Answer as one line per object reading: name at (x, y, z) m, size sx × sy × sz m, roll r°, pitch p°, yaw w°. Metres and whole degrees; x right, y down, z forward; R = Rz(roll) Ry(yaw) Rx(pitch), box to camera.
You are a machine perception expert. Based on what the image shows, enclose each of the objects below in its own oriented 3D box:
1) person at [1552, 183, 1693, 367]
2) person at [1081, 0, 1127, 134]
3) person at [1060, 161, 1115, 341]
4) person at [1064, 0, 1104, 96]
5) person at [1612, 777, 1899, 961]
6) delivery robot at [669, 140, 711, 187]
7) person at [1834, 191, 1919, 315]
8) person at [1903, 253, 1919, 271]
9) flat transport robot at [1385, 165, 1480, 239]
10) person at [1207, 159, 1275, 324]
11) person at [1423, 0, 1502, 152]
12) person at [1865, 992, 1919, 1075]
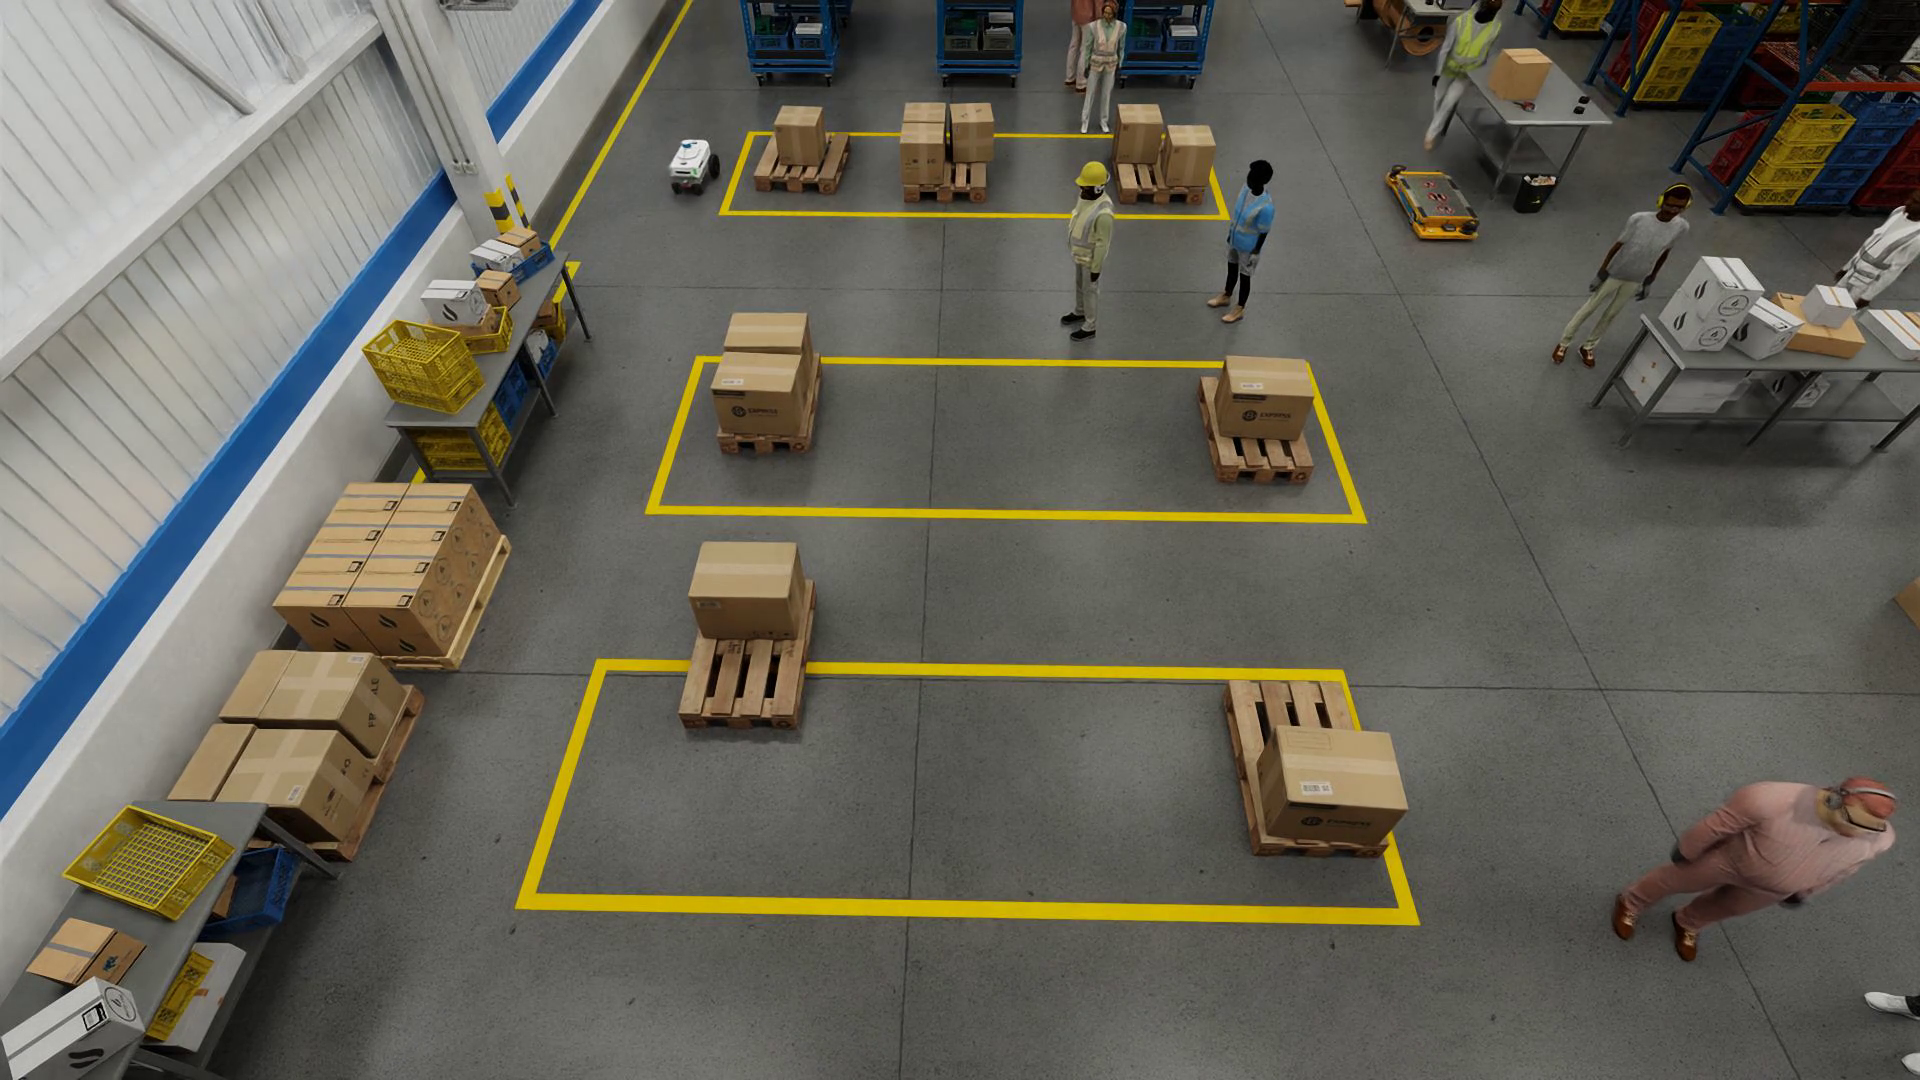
person at (6.238, -2.445, 8.588) m, size 0.517 × 1.862 × 0.334 m, roll 12°, pitch 50°, yaw 10°
person at (1.864, -6.155, 11.945) m, size 0.515 × 1.636 × 0.314 m, roll -1°, pitch 49°, yaw -1°
person at (1.240, -2.806, 8.925) m, size 0.403 × 1.823 × 0.596 m, roll -11°, pitch 50°, yaw -9°
person at (1.759, -7.222, 12.646) m, size 0.417 × 1.984 × 0.622 m, roll -26°, pitch 54°, yaw -21°
person at (4.245, 1.763, 4.924) m, size 0.654 × 1.900 × 0.397 m, roll 18°, pitch 51°, yaw 15°
delivery robot at (-3.330, -4.681, 11.320) m, size 0.477 × 0.478 × 0.707 m, roll 2°, pitch 49°, yaw 2°
person at (8.443, -2.434, 8.572) m, size 0.360 × 1.879 × 0.578 m, roll 11°, pitch 50°, yaw 9°
person at (10.440, -3.676, 9.605) m, size 0.628 × 1.936 × 0.377 m, roll -25°, pitch 54°, yaw -20°
flat transport robot at (5.692, -4.094, 11.059) m, size 0.652 × 0.197 × 1.431 m, roll 1°, pitch 49°, yaw 1°
person at (2.837, -2.969, 9.145) m, size 0.318 × 1.698 × 0.539 m, roll -14°, pitch 51°, yaw -12°
person at (6.346, -5.962, 11.683) m, size 0.617 × 1.802 × 0.711 m, roll 19°, pitch 52°, yaw 16°
person at (5.466, 2.214, 4.517) m, size 0.387 × 1.919 × 0.594 m, roll 1°, pitch 49°, yaw 1°
